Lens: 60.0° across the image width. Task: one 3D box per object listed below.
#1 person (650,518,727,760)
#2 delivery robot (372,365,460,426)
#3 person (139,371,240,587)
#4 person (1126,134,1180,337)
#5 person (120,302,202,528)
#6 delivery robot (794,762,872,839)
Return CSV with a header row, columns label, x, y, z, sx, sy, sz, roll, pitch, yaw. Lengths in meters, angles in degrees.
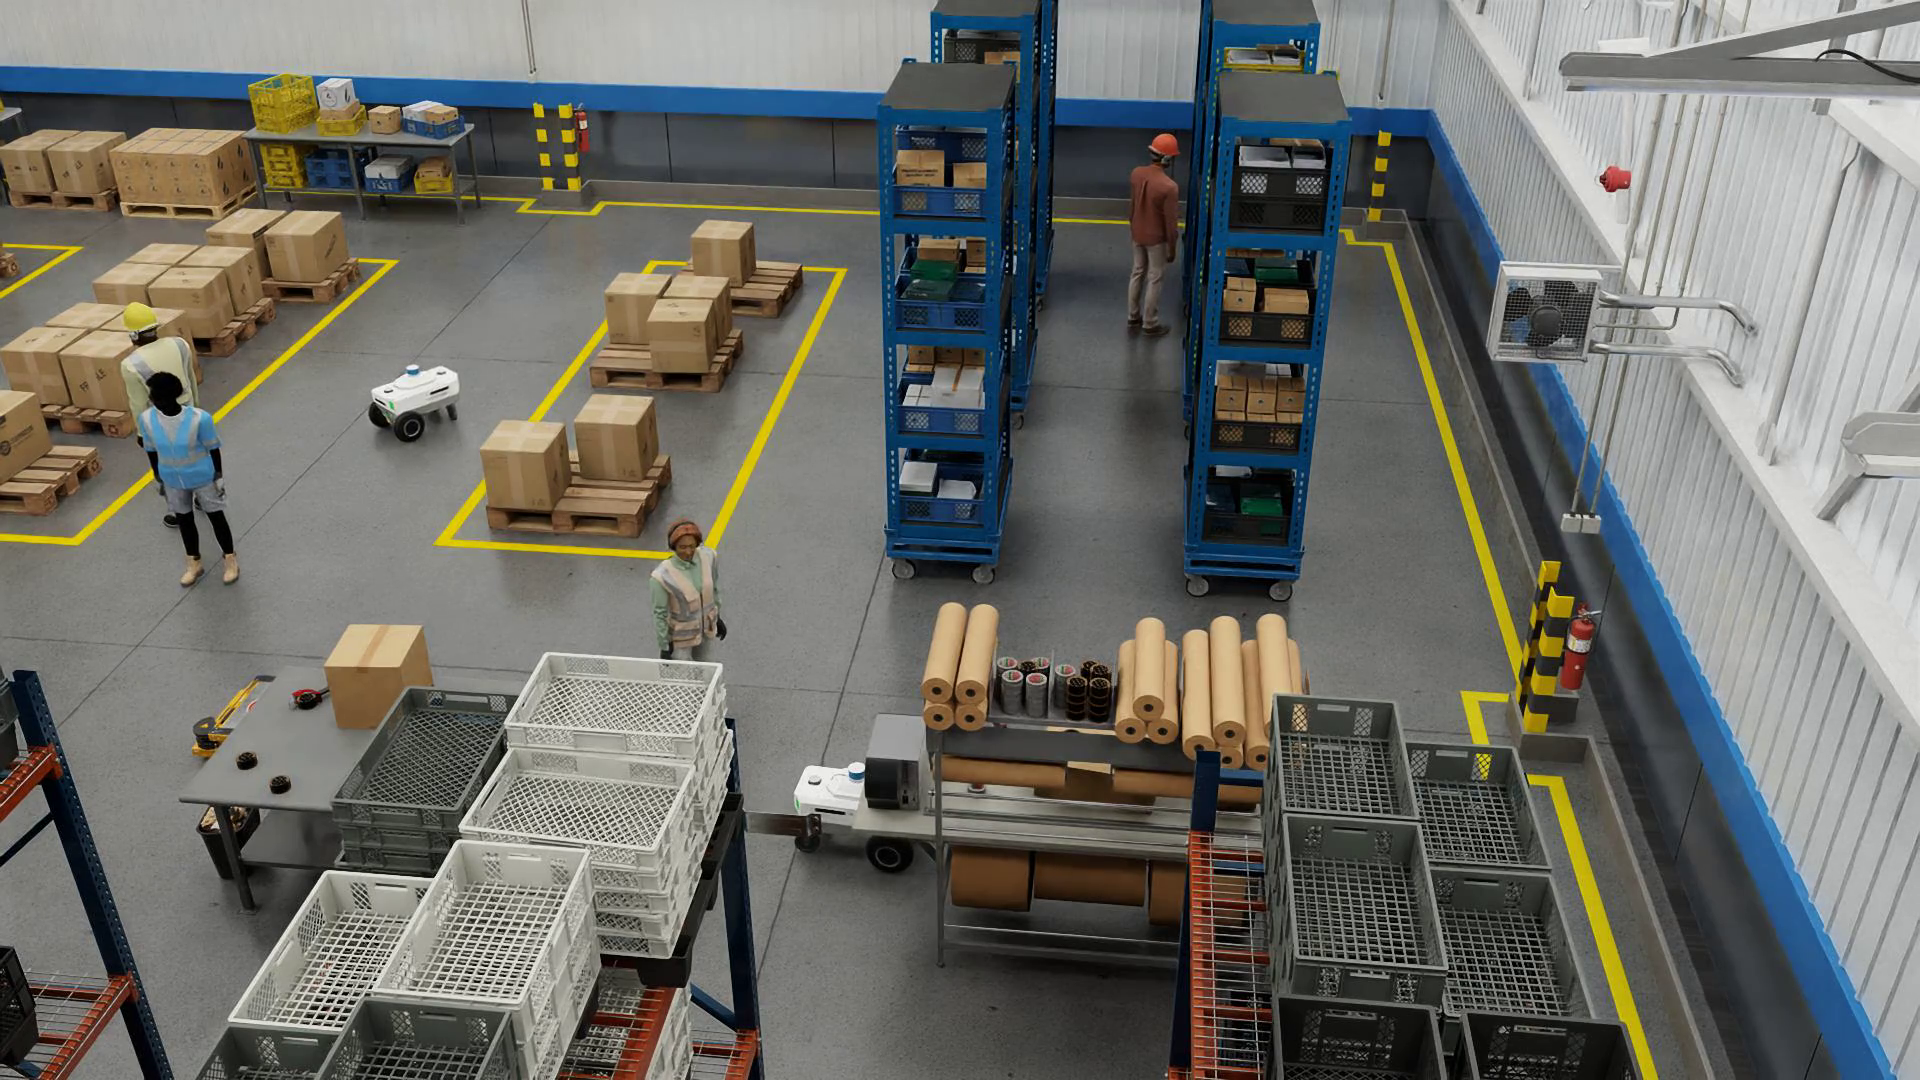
label,x,y,z,sx,sy,sz,roll,pitch,yaw
person,-1.662,0.590,10.284,0.311,1.635,0.525,24,38,34
delivery robot,-4.725,-1.285,14.484,0.477,0.478,0.707,26,39,36
person,-5.557,-0.447,12.001,0.536,1.699,0.322,-1,30,-2
person,1.870,-2.923,15.988,0.410,1.980,0.623,-21,36,-32
person,-6.084,-0.956,12.746,0.404,1.833,0.589,13,33,22
delivery robot,-0.594,1.514,9.675,0.707,0.478,0.477,6,31,10
